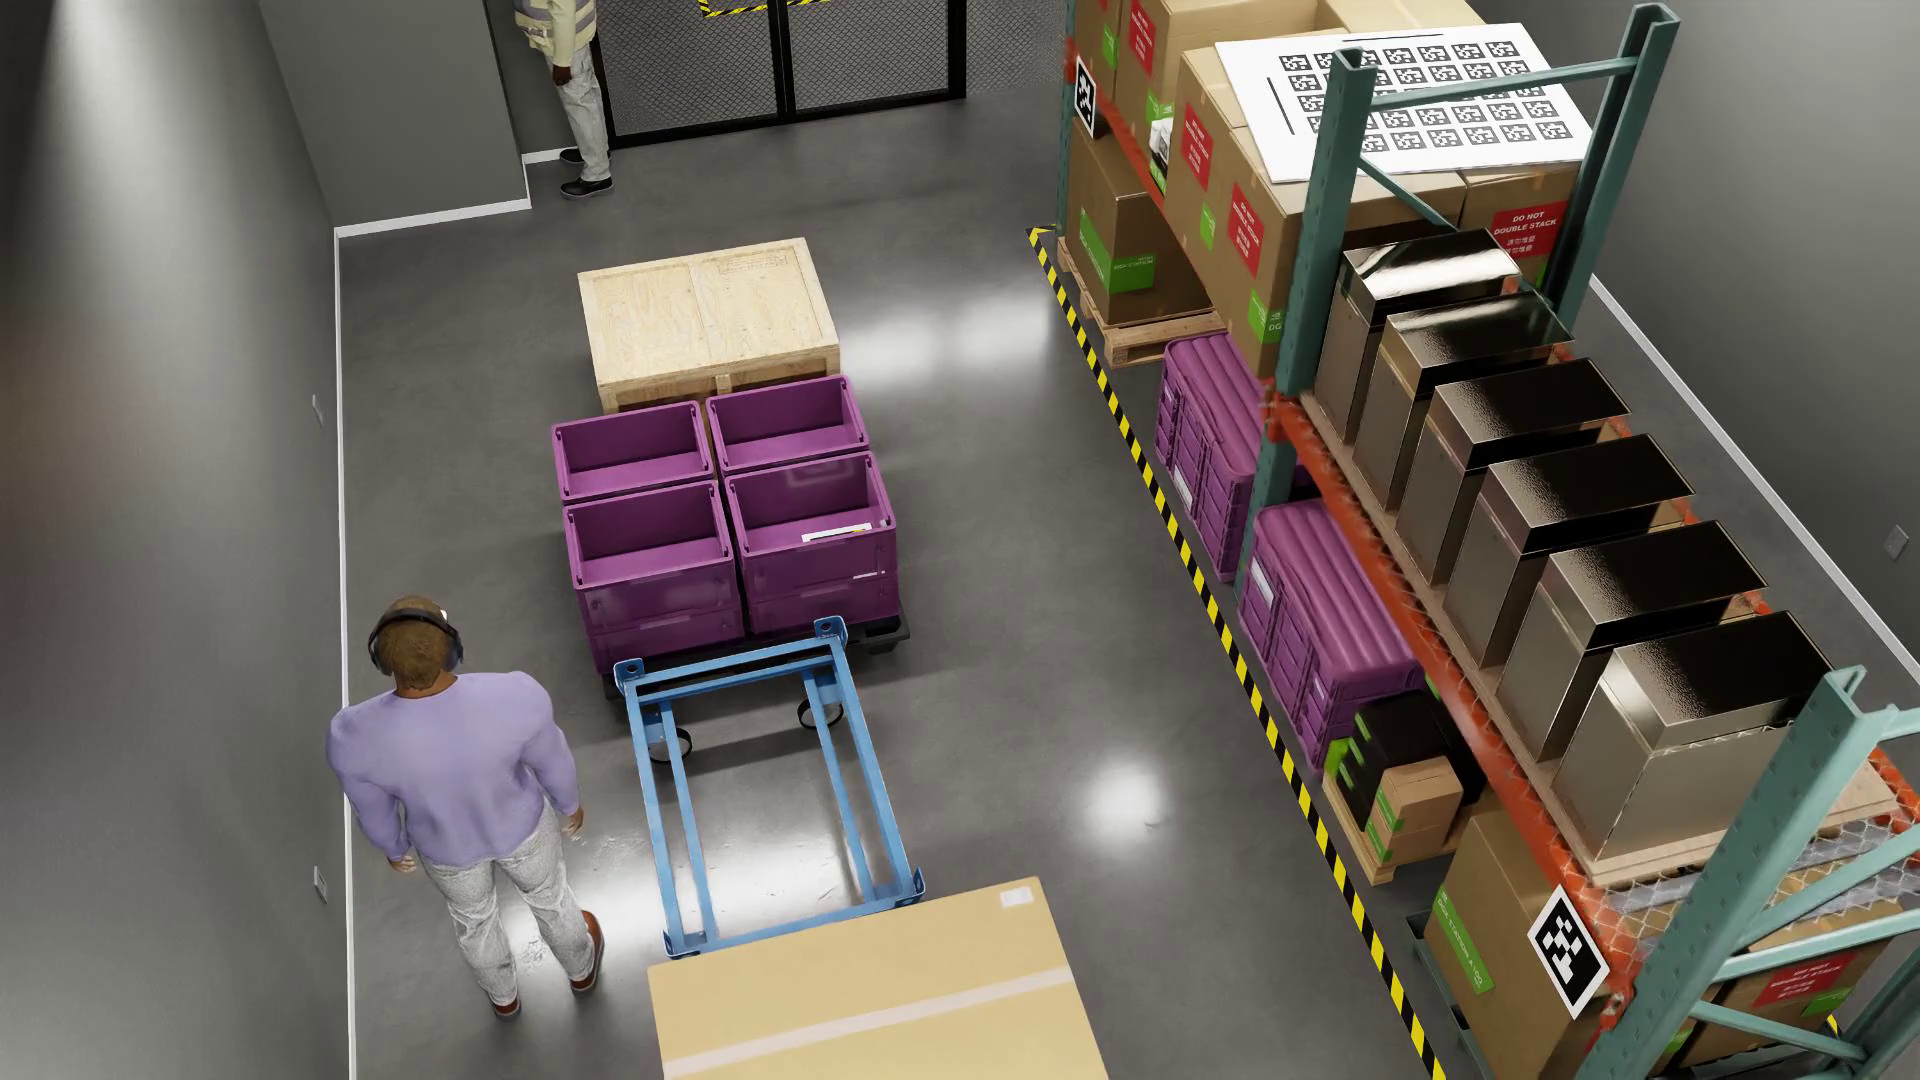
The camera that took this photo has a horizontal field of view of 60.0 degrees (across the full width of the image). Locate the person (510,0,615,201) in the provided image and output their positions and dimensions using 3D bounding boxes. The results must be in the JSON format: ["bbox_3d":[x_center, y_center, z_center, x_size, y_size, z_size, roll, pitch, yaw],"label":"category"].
[{"bbox_3d":[-2.005,-2.562,8.310,0.404,1.830,0.602,-6,48,-5],"label":"person"}]

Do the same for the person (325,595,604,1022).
[{"bbox_3d":[-1.466,0.866,5.091,0.635,1.937,0.352,-13,49,-12],"label":"person"}]
